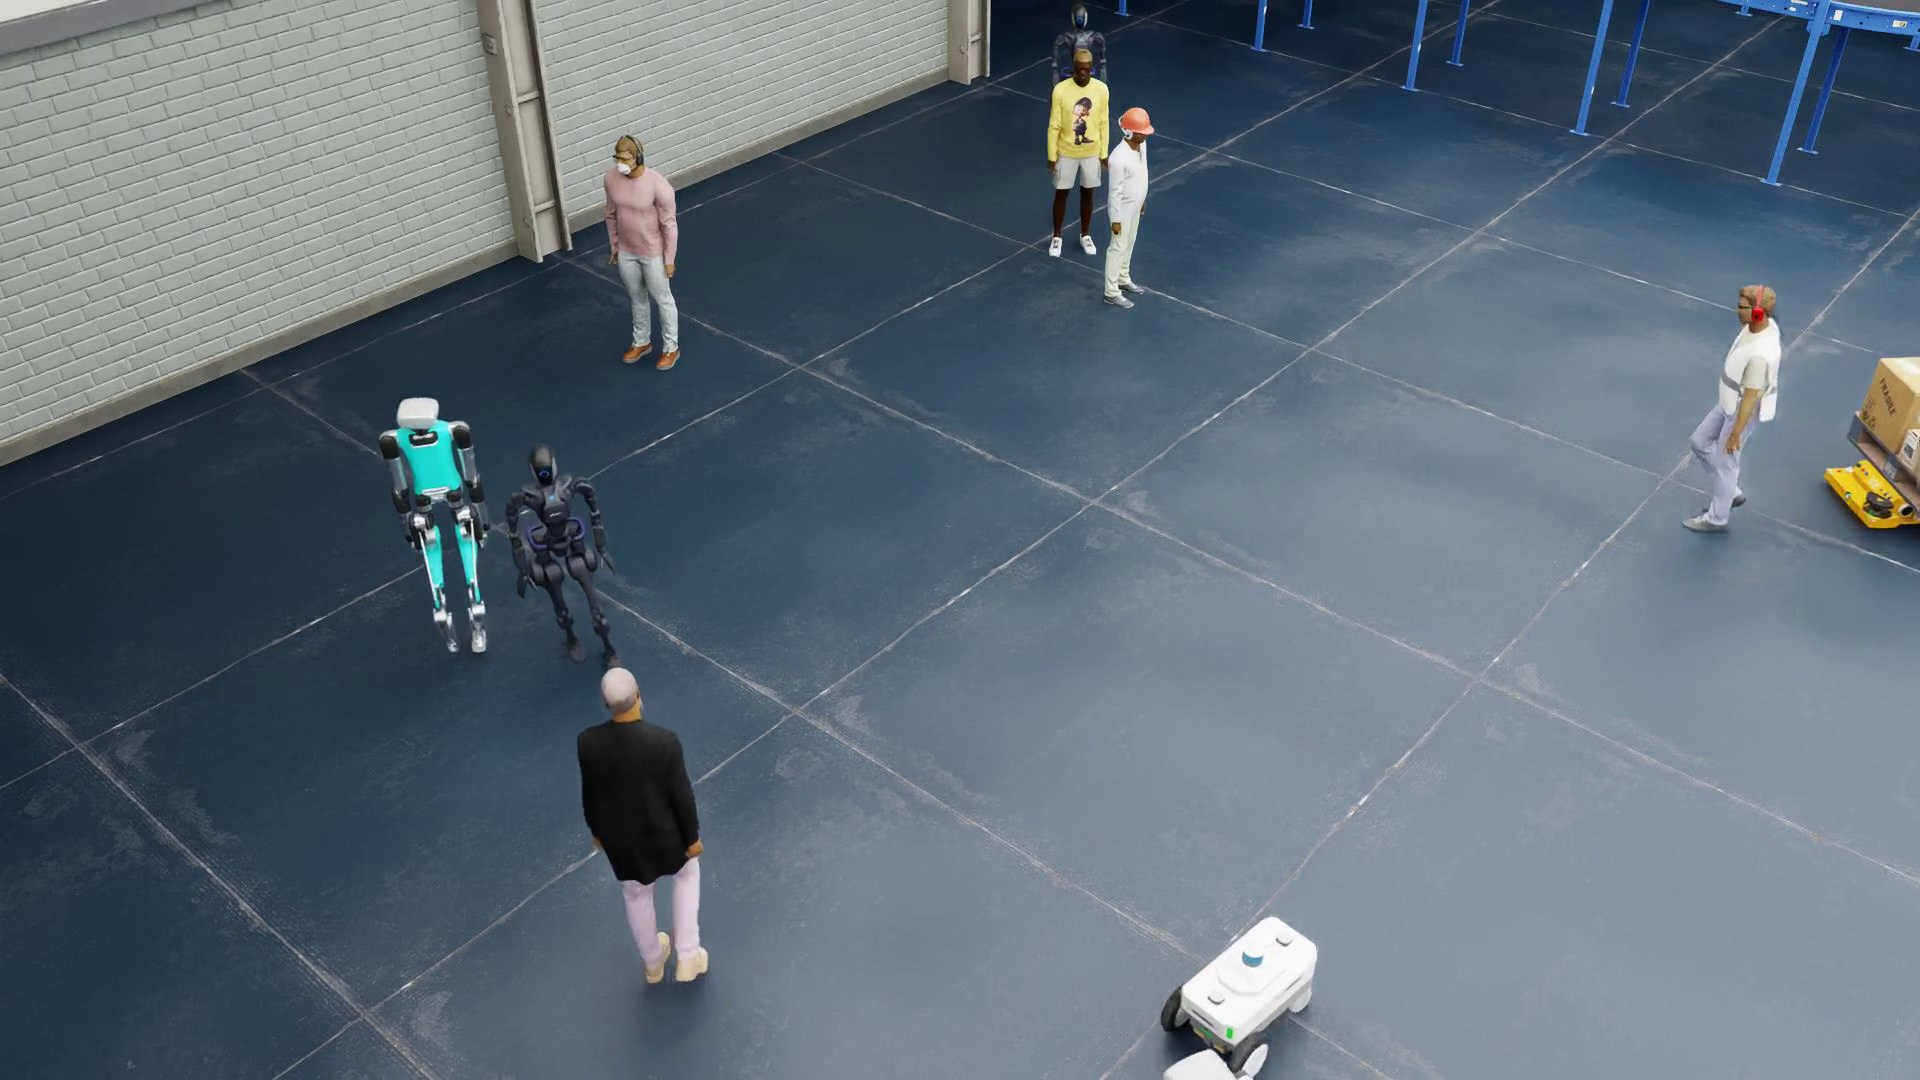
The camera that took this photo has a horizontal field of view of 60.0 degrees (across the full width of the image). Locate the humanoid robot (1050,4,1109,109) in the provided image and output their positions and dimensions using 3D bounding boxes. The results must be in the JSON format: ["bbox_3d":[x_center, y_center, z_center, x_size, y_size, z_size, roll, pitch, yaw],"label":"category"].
[{"bbox_3d":[1.181,-4.469,16.449,0.589,1.652,0.360,-5,36,-6],"label":"humanoid robot"}]

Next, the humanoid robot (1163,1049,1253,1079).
[{"bbox_3d":[0.717,2.481,6.642,0.532,1.759,0.851,-21,41,-27],"label":"humanoid robot"}]

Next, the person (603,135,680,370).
[{"bbox_3d":[-2.509,-2.271,13.138,0.633,1.939,0.368,15,38,19],"label":"person"}]

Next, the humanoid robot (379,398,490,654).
[{"bbox_3d":[-3.112,0.047,10.074,0.545,1.819,0.666,-8,36,-11],"label":"humanoid robot"}]

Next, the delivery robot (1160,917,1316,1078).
[{"bbox_3d":[1.383,2.188,8.060,0.765,0.585,0.499,-29,44,-34],"label":"delivery robot"}]

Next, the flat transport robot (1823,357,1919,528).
[{"bbox_3d":[7.046,-0.361,11.894,1.431,0.231,0.659,-2,36,-3],"label":"flat transport robot"}]

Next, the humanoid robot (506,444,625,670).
[{"bbox_3d":[-2.393,0.105,10.035,0.609,1.639,0.482,-15,38,-20],"label":"humanoid robot"}]

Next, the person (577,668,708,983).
[{"bbox_3d":[-1.534,1.404,8.075,0.559,1.827,0.441,1,35,2],"label":"person"}]

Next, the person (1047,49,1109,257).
[{"bbox_3d":[1.050,-3.451,14.829,0.556,1.897,0.355,-4,36,-5],"label":"person"}]

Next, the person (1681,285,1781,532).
[{"bbox_3d":[5.253,-0.863,11.257,0.457,1.821,0.686,11,37,15],"label":"person"}]

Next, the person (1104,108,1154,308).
[{"bbox_3d":[1.436,-2.822,14.079,0.347,1.745,0.563,17,39,22],"label":"person"}]
